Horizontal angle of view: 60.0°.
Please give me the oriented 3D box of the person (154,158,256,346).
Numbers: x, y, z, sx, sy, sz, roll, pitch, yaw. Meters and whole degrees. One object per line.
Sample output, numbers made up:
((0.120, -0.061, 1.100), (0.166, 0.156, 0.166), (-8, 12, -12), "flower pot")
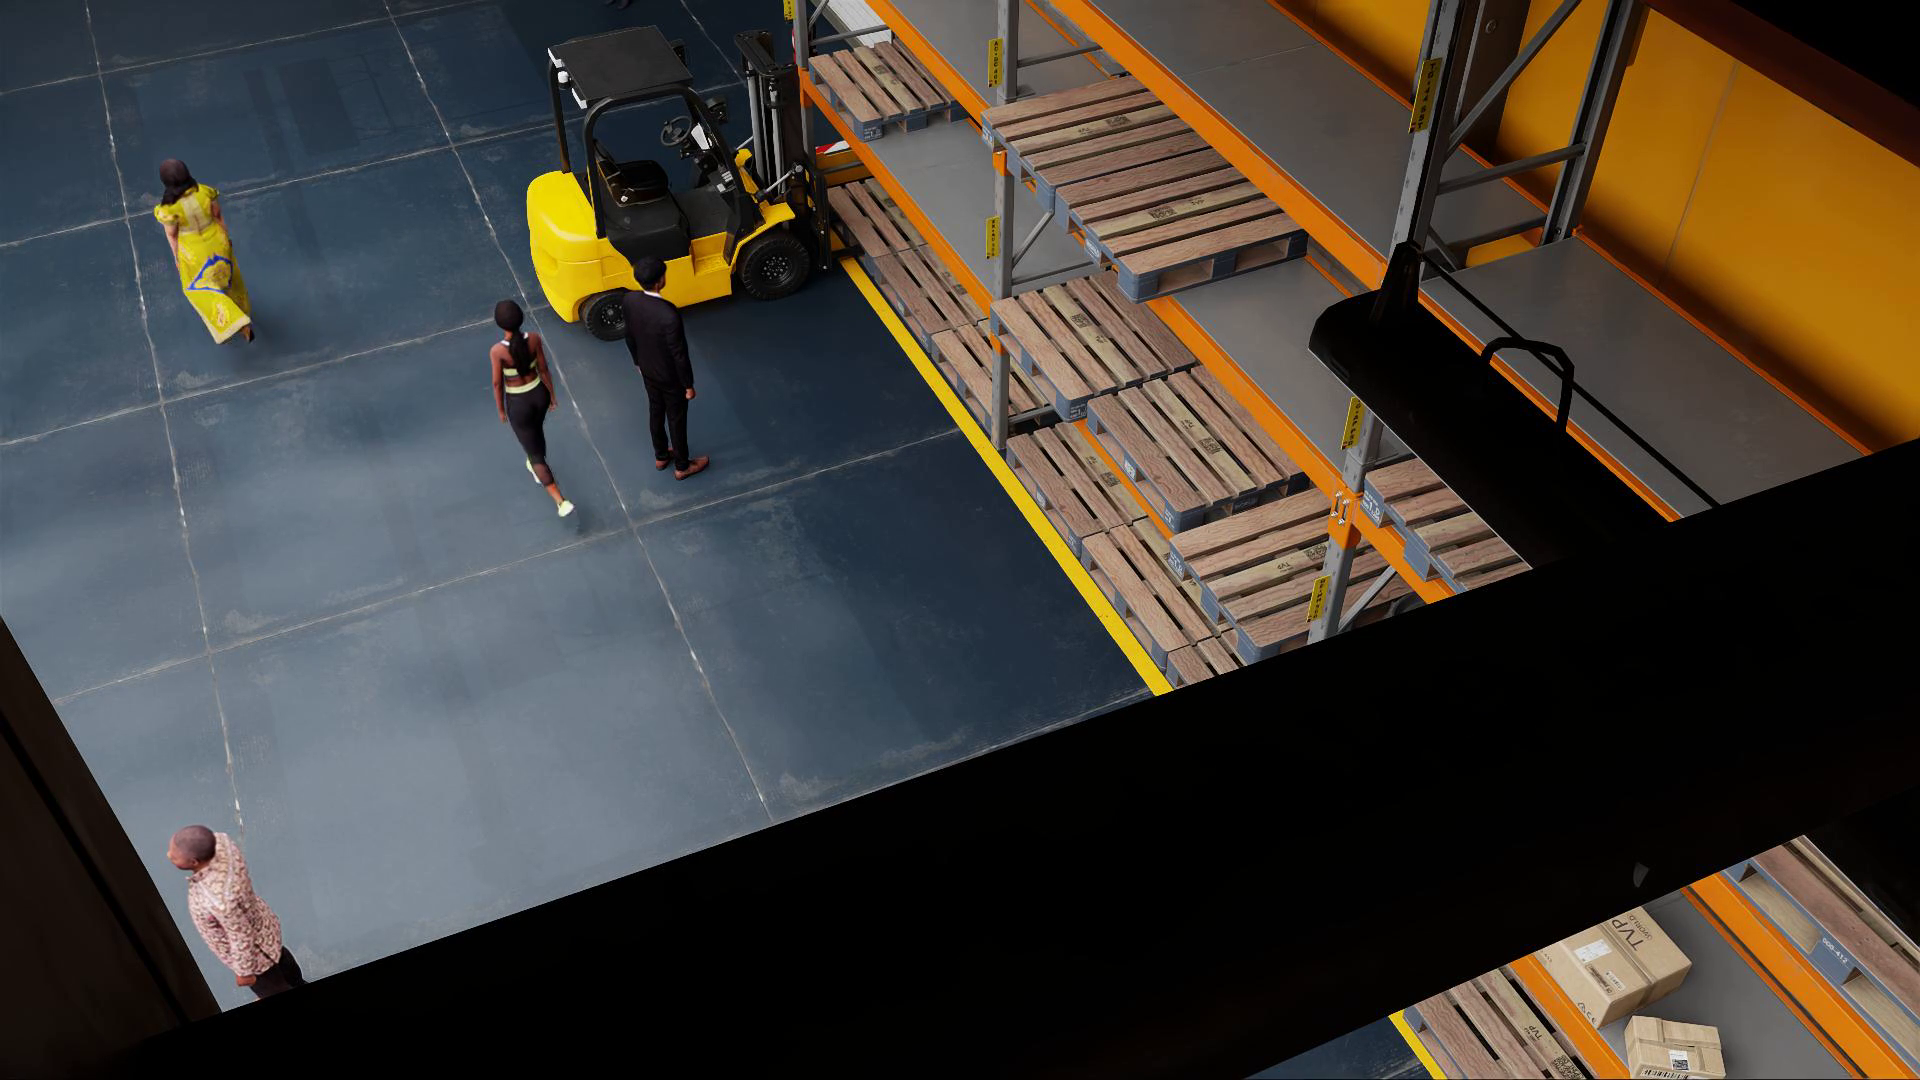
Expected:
((-6.053, -2.286, 13.398), (1.297, 1.639, 1.106), (28, 50, 26), "person")

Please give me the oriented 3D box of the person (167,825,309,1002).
((-3.730, 2.067, 8.707), (0.758, 1.808, 0.519), (-16, 46, -16), "person")

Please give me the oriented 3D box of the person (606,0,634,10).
((-3.755, -6.556, 17.870), (0.616, 1.652, 0.718), (24, 49, 23), "person")

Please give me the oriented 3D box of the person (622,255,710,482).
((-2.178, -1.253, 12.138), (0.687, 1.882, 0.837), (26, 50, 25), "person")

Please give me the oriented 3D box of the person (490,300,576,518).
((-3.054, -0.911, 11.895), (0.710, 1.722, 1.135), (-27, 50, -26), "person")
